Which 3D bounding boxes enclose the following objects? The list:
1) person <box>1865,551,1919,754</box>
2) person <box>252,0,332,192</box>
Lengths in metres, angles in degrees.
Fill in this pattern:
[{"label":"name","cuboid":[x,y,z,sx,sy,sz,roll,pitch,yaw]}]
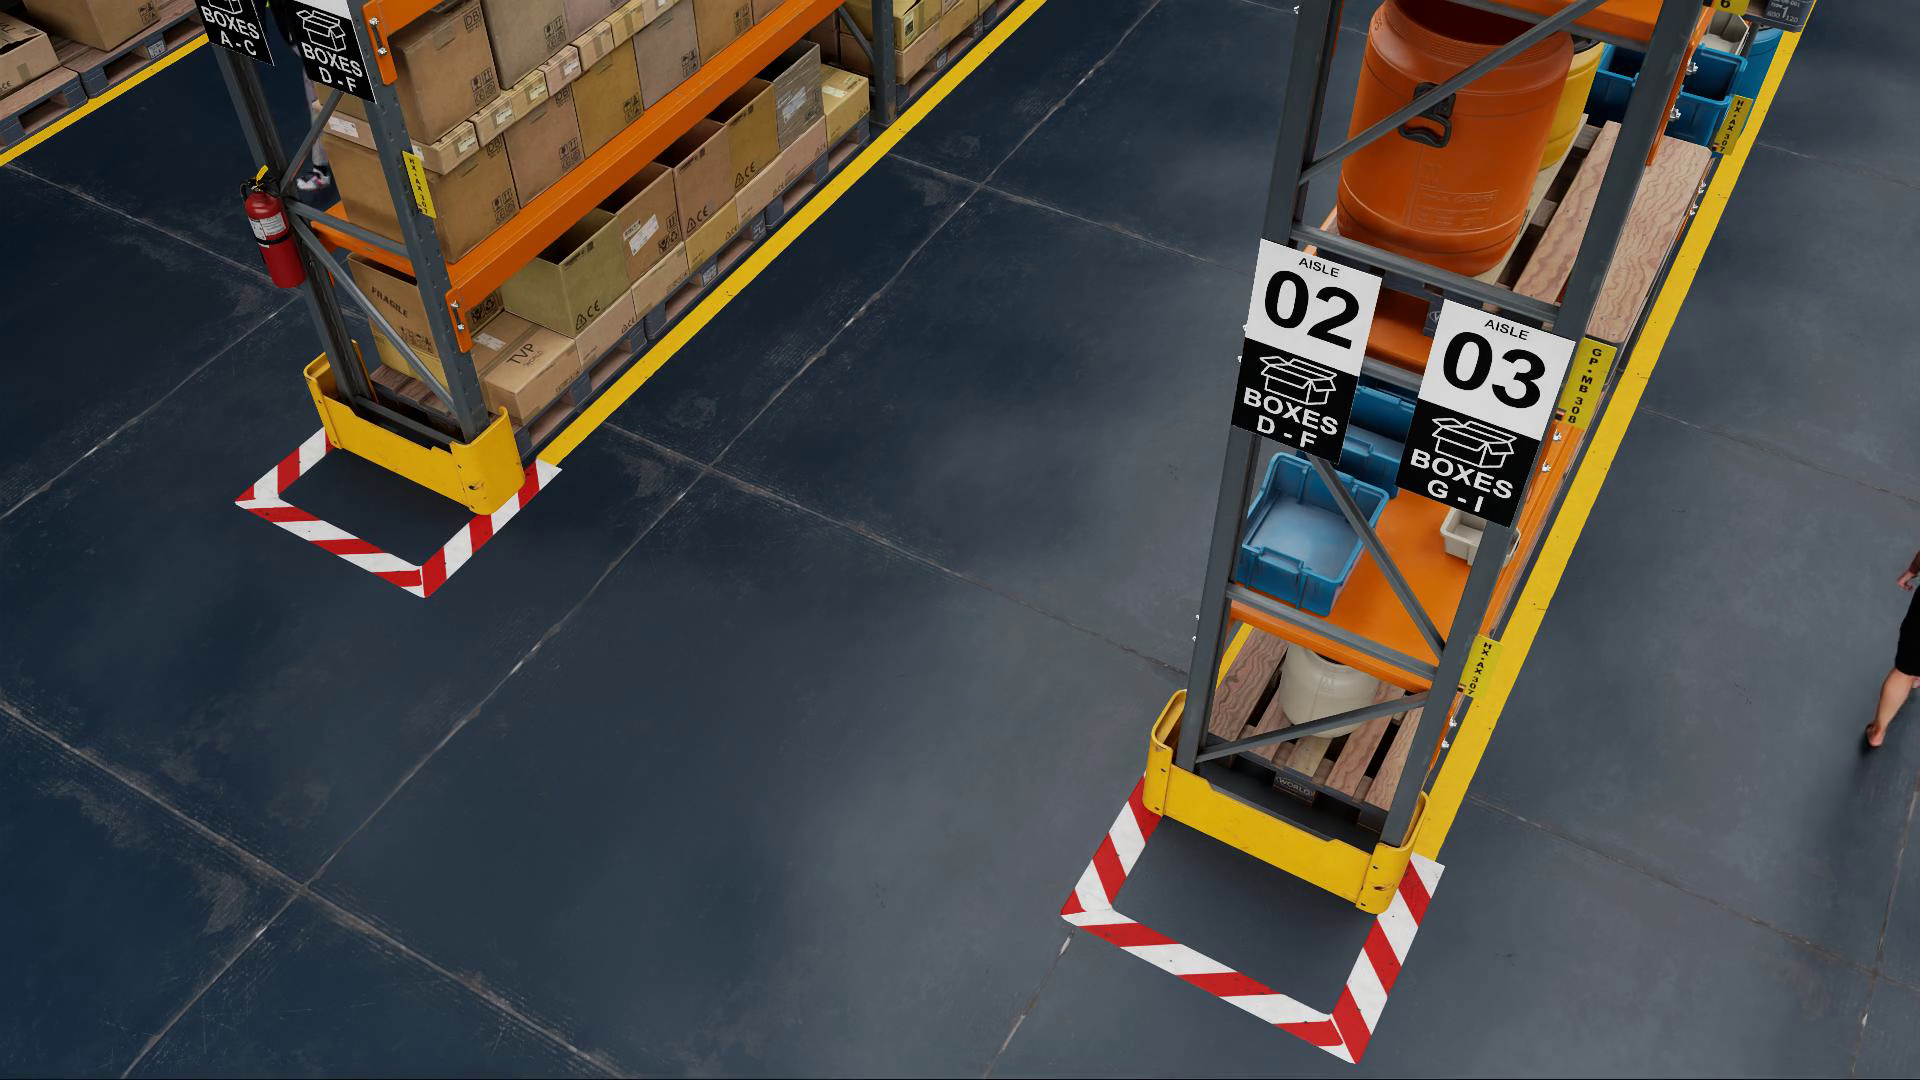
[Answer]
[{"label":"person","cuboid":[4.266,0.344,7.141,0.620,1.725,0.871,24,52,20]},{"label":"person","cuboid":[-3.994,-3.216,10.311,0.735,1.905,1.173,20,50,18]}]
